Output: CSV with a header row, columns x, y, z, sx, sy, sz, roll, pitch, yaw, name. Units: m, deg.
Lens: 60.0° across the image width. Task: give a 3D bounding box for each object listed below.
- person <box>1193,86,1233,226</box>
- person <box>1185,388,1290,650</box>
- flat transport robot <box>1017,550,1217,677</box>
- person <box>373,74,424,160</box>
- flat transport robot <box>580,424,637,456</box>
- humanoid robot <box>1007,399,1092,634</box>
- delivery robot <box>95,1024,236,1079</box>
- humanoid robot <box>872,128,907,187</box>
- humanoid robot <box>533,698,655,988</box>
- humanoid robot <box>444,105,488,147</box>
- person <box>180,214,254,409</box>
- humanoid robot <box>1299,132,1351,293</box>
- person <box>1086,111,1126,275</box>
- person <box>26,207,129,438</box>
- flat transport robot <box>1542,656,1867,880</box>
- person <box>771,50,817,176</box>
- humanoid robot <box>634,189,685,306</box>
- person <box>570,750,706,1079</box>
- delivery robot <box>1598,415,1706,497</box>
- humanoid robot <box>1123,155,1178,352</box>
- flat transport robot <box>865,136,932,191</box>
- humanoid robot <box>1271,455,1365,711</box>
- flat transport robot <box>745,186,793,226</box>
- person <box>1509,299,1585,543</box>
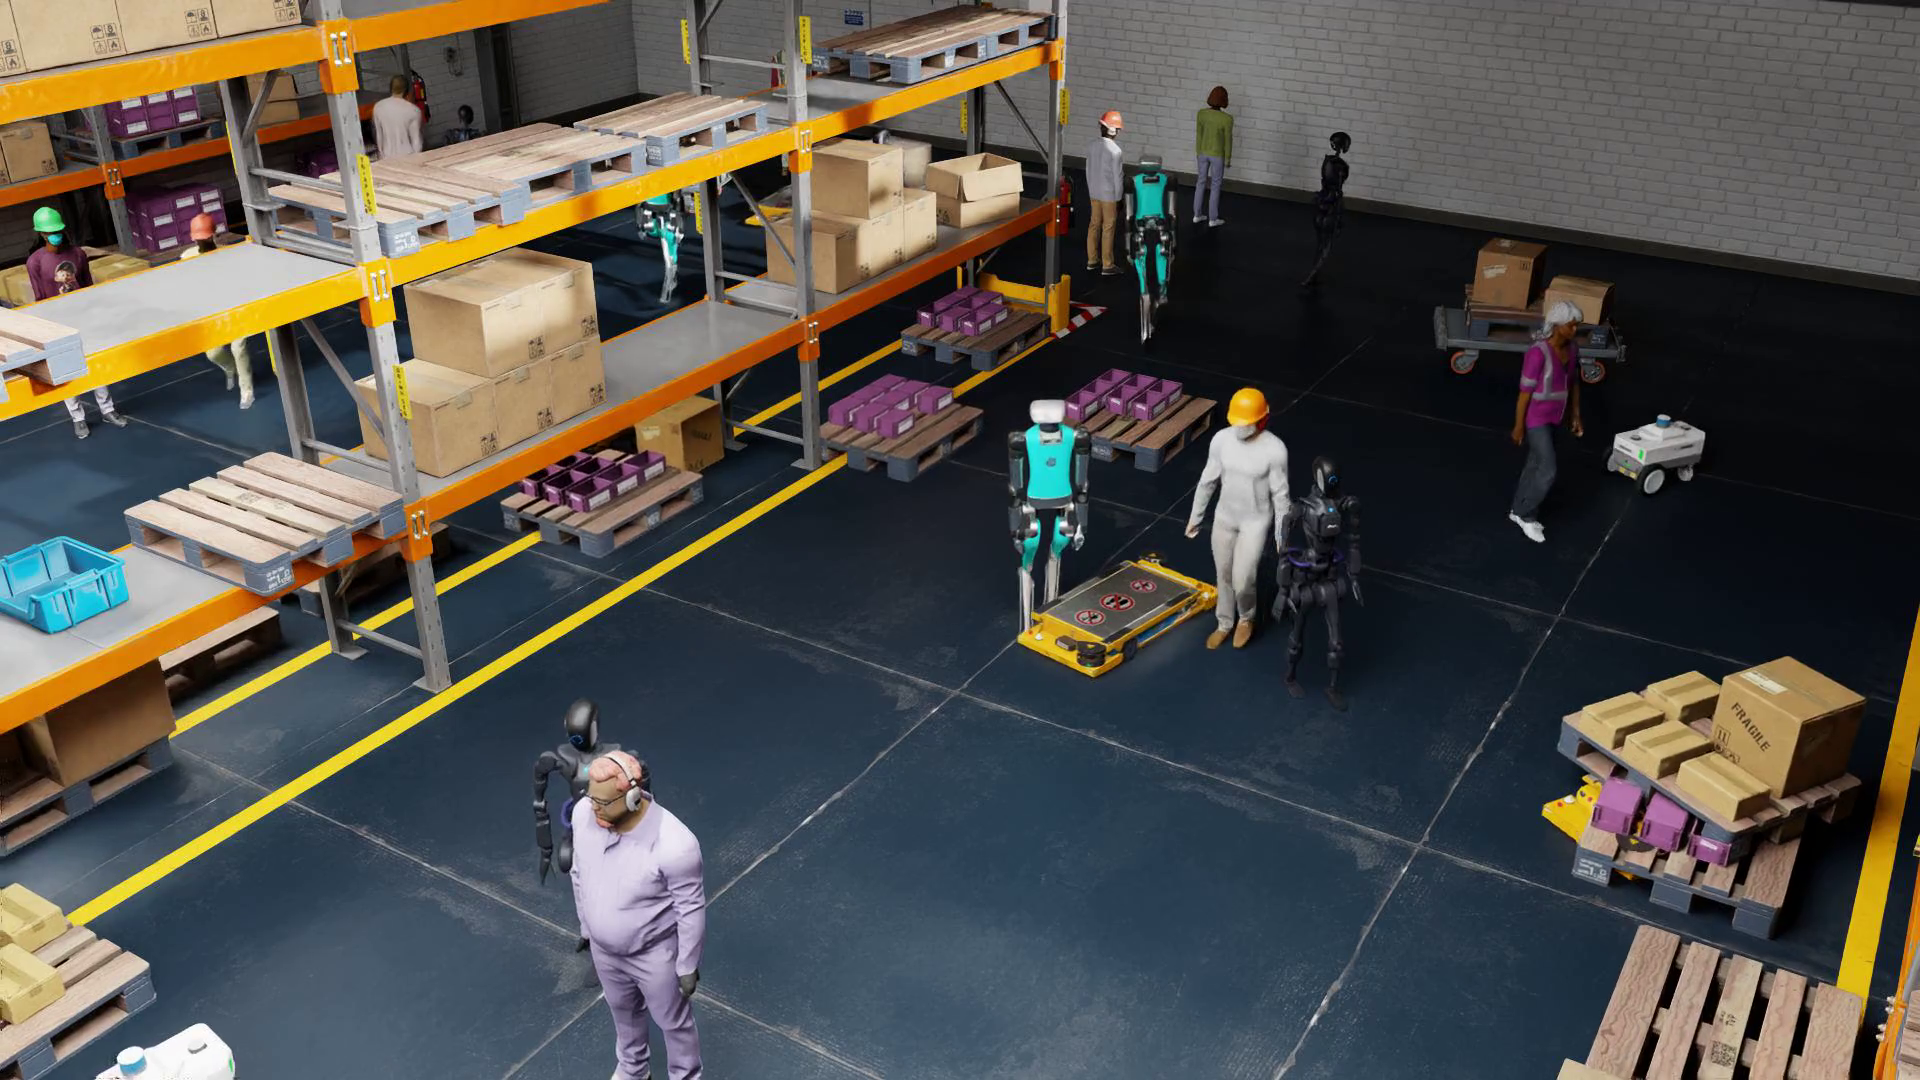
x,y,z,sx,sy,sz,roll,pitch,yaw,name
2.984,-4.525,19.614,0.492,1.624,0.281,20,33,34,person
1.787,-0.117,10.656,0.635,1.874,0.446,17,31,30,person
1.102,0.483,11.247,0.659,0.231,1.431,23,35,38,flat transport robot
-6.391,-4.334,18.973,0.655,1.881,1.031,7,28,14,person
-2.927,-0.992,14.153,0.659,0.231,1.431,16,31,29,flat transport robot
0.548,-0.144,10.877,0.539,1.809,0.683,-2,27,-5,humanoid robot
-3.459,2.417,7.124,0.499,0.599,0.774,22,34,36,delivery robot
-0.754,-3.548,17.642,0.592,1.644,0.421,20,33,34,humanoid robot
-1.698,1.433,7.822,0.611,1.643,0.325,-2,27,-4,humanoid robot
-5.511,-4.075,18.718,0.588,1.629,0.772,-1,27,-3,humanoid robot
-6.449,-2.019,14.555,0.567,1.737,0.451,-3,27,-6,person
3.804,-3.439,17.425,0.446,1.647,0.617,-2,27,-4,humanoid robot
1.587,-3.749,17.953,0.335,1.742,0.560,-17,32,-30,person
-7.469,-1.845,13.978,0.419,1.951,0.489,21,34,35,person
4.046,1.465,9.310,1.431,0.231,0.659,-13,29,-23,flat transport robot
-2.138,-5.680,21.650,0.626,1.847,0.429,-4,27,-8,person
-3.005,-3.258,16.999,0.559,1.732,1.028,5,27,9,humanoid robot
-1.373,1.709,7.024,0.644,1.907,0.403,15,30,26,person
5.537,-0.698,13.266,0.773,0.602,0.502,-11,29,-21,delivery robot
1.847,-2.703,15.935,0.559,1.796,0.933,-1,27,-1,humanoid robot
-1.117,-3.894,19.870,1.431,0.231,0.659,20,33,34,flat transport robot
2.187,0.261,10.128,0.593,1.651,0.480,-8,28,-16,humanoid robot
-1.993,-4.061,20.200,0.659,0.231,1.431,10,28,18,flat transport robot
4.349,-0.864,12.177,0.509,1.834,0.585,-20,33,-34,person
